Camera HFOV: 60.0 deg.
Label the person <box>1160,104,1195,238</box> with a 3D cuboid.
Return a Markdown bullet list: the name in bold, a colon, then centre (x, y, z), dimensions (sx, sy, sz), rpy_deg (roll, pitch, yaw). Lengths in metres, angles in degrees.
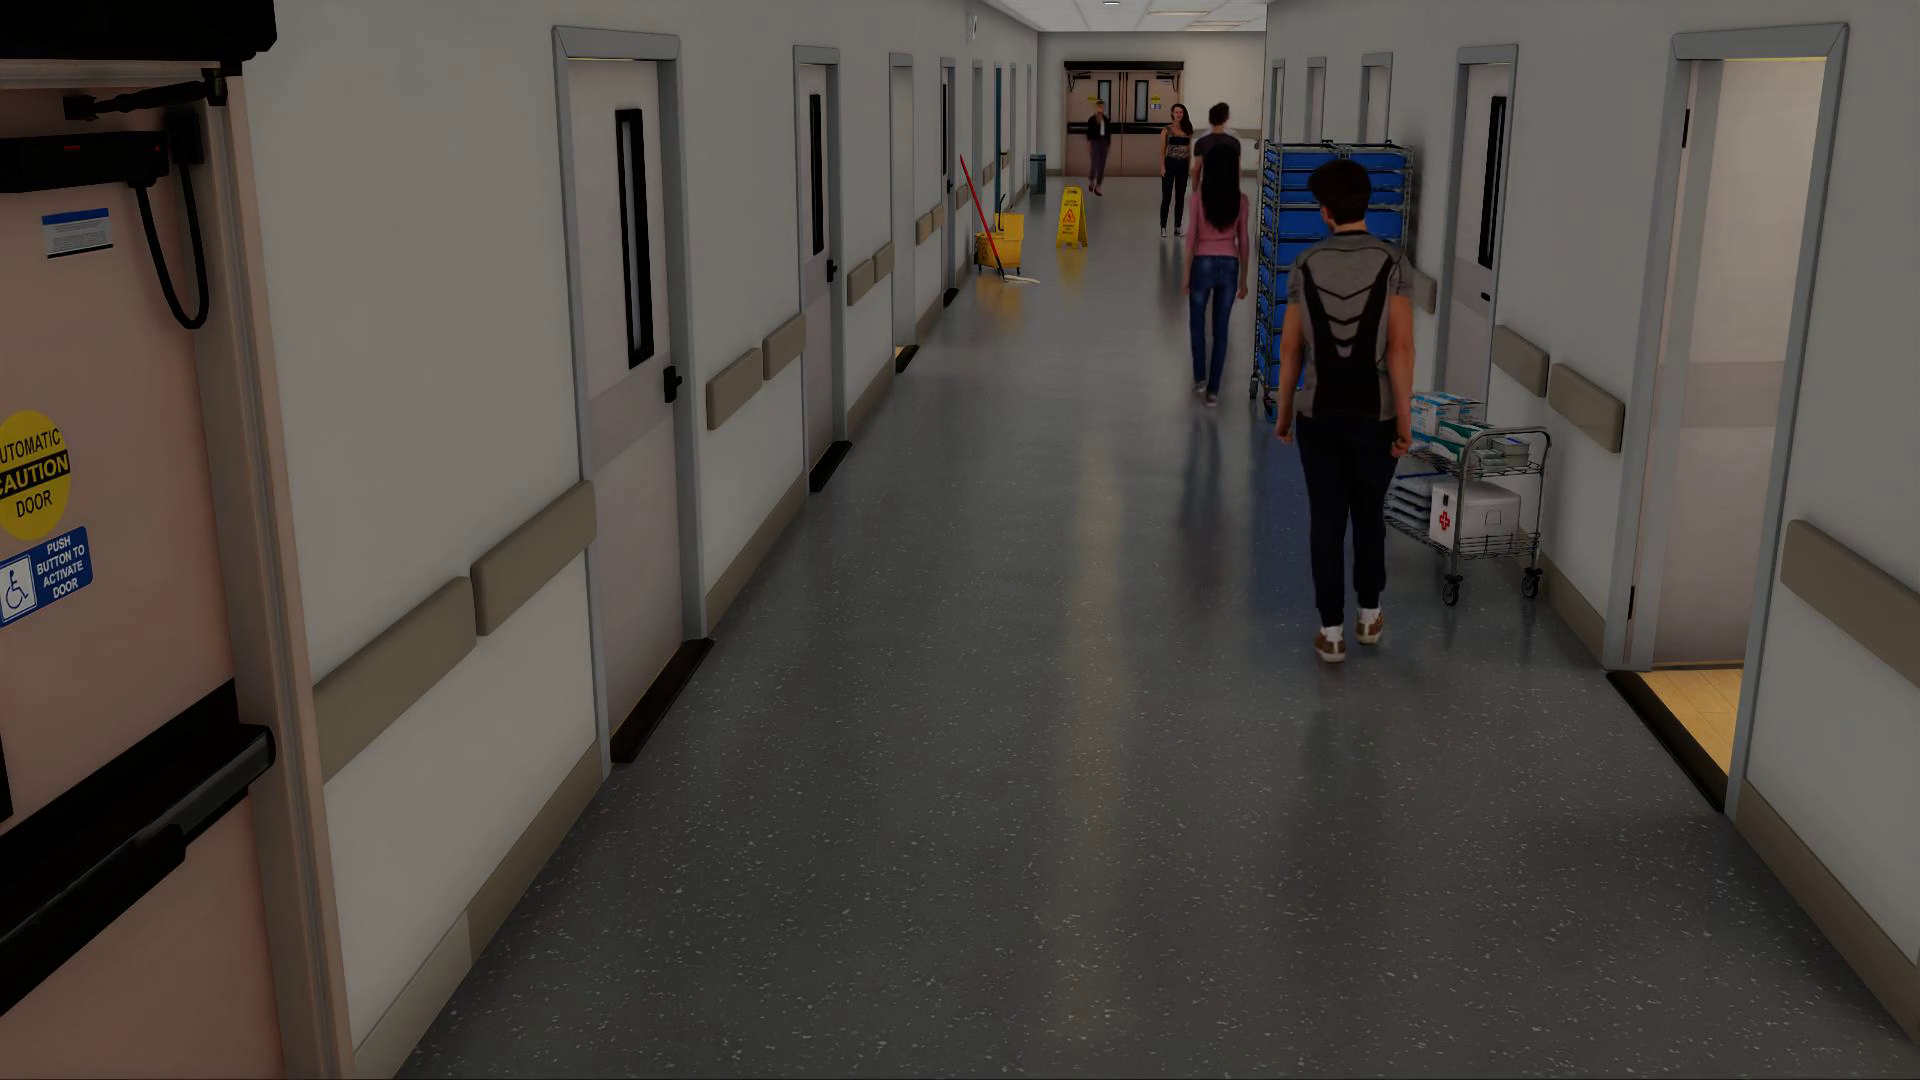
- **person**: centre (2.913, -5.010, 22.541), dimensions (0.664, 1.770, 0.627), rpy_deg (-3, 16, -11)

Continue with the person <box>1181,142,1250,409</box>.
- **person**: centre (1.687, -1.738, 11.016), dimensions (0.596, 1.727, 0.656), rpy_deg (2, 16, 6)

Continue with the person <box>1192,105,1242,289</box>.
- **person**: centre (2.628, -3.504, 17.073), dimensions (0.680, 1.838, 0.631), rpy_deg (3, 16, 10)

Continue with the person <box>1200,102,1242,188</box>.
- **person**: centre (3.236, -4.510, 20.755), dimensions (0.781, 1.777, 1.236), rpy_deg (3, 16, 12)

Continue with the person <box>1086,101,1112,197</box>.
- **person**: centre (2.454, -7.038, 29.935), dimensions (0.737, 1.663, 0.775), rpy_deg (-7, 17, -23)

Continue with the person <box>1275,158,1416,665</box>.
- **person**: centre (1.461, -0.445, 6.194), dimensions (0.701, 1.855, 0.752), rpy_deg (6, 17, 21)
